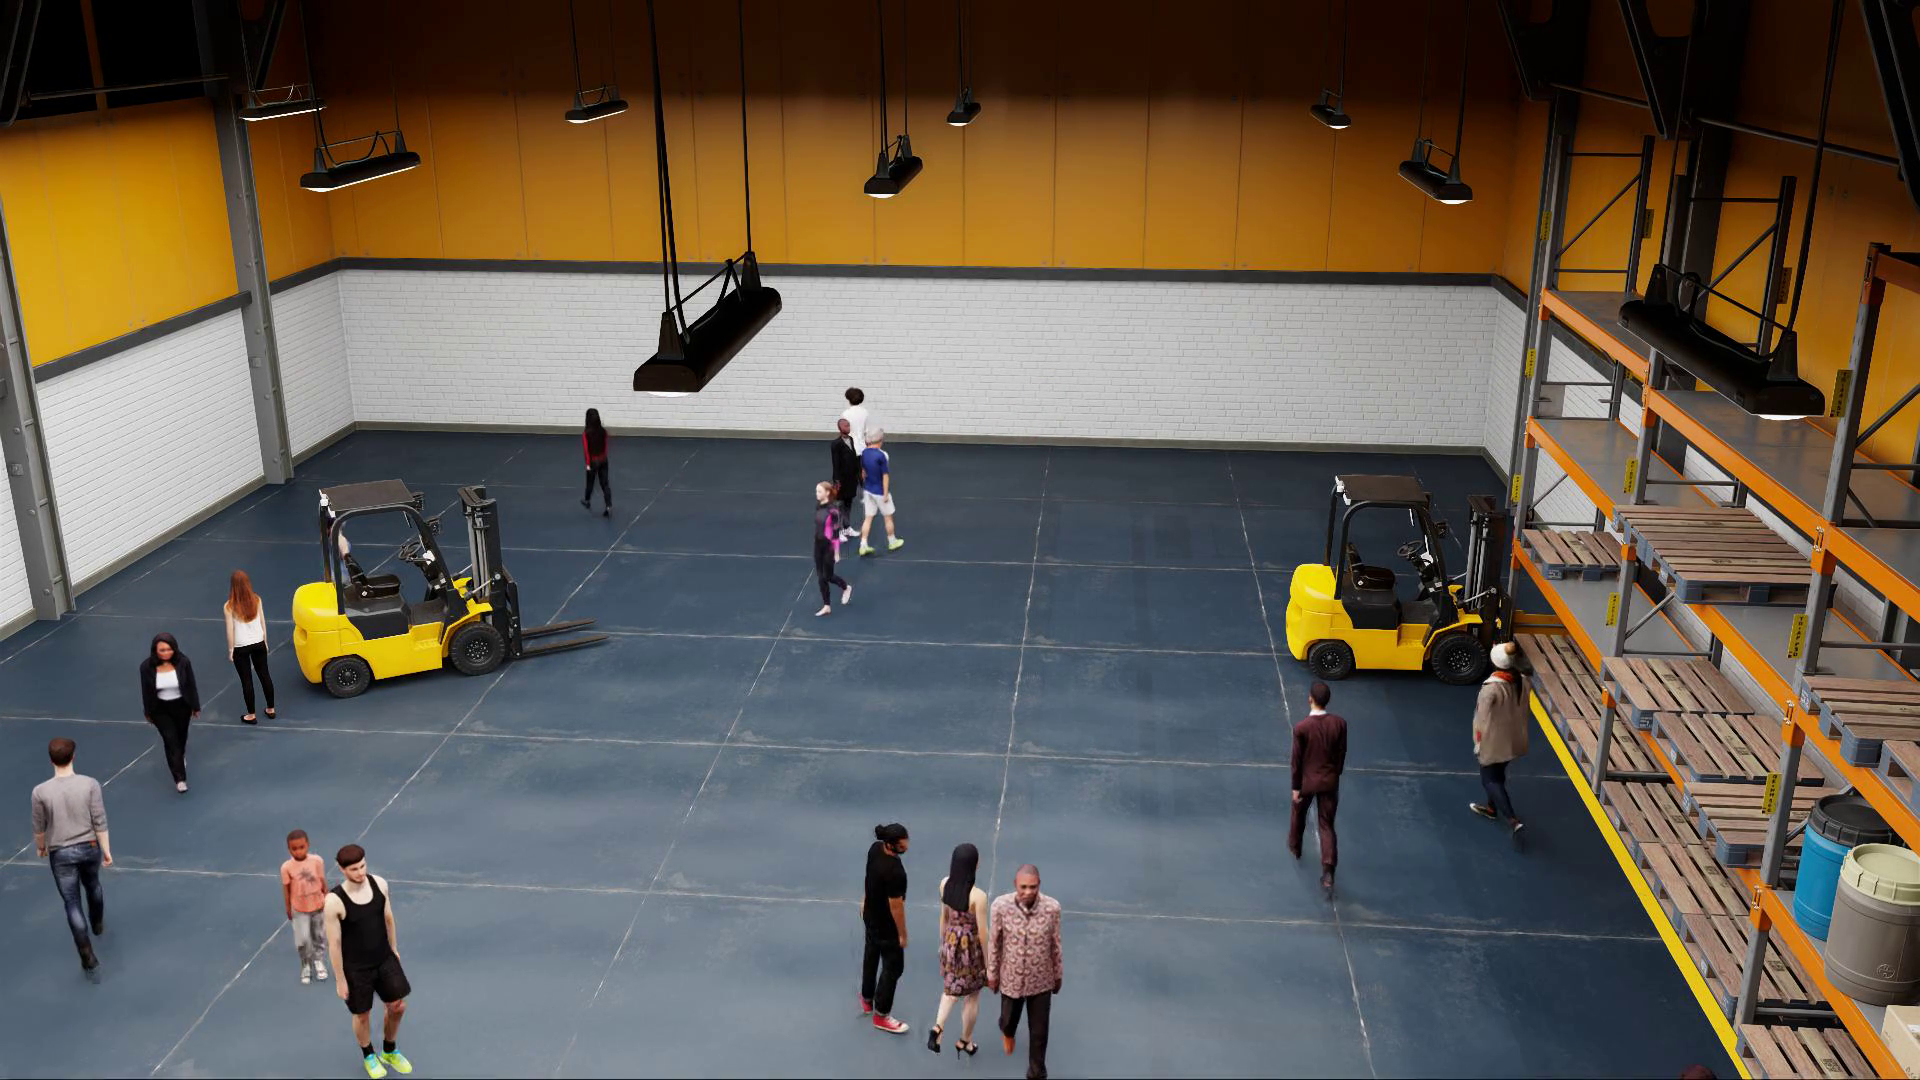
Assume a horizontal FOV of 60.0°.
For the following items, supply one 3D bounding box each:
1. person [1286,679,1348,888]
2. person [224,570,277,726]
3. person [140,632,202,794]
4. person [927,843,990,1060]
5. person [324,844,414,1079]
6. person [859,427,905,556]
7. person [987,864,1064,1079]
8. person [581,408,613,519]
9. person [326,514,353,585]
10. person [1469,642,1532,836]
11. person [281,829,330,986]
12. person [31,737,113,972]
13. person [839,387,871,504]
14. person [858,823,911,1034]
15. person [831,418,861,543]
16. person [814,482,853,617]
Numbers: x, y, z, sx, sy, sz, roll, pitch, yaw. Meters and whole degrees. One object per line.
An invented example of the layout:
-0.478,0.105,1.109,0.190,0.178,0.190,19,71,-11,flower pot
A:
3.168,2.162,14.572,0.762,1.833,1.264,-1,19,-2,person
-7.600,1.136,17.792,0.708,1.722,0.627,17,25,41,person
-7.825,1.650,16.504,1.100,1.570,1.206,-12,22,-33,person
-0.028,3.045,12.062,0.868,1.761,0.958,16,24,38,person
-4.326,3.006,11.997,0.892,1.877,0.805,16,24,39,person
-1.206,-0.649,22.955,0.972,1.809,1.127,13,23,34,person
0.469,3.084,11.909,0.744,1.785,0.990,0,19,-1,person
-5.311,-1.103,24.608,1.052,1.615,1.079,-17,25,-41,person
-7.552,0.443,20.080,1.035,1.574,1.003,-14,23,-35,person
5.079,1.857,15.429,1.013,1.864,1.157,-7,20,-21,person
-5.207,2.881,13.273,0.568,1.299,0.615,-10,21,-28,person
-7.100,2.555,13.348,1.194,1.868,1.313,-12,22,-32,person
-1.544,-1.392,25.231,1.116,1.765,1.178,-14,23,-36,person
-0.625,2.873,12.624,0.915,1.728,0.737,-16,24,-38,person
-1.657,-0.879,23.713,0.786,1.761,0.656,11,22,30,person
-1.611,0.097,20.855,0.798,1.735,0.881,17,25,41,person
